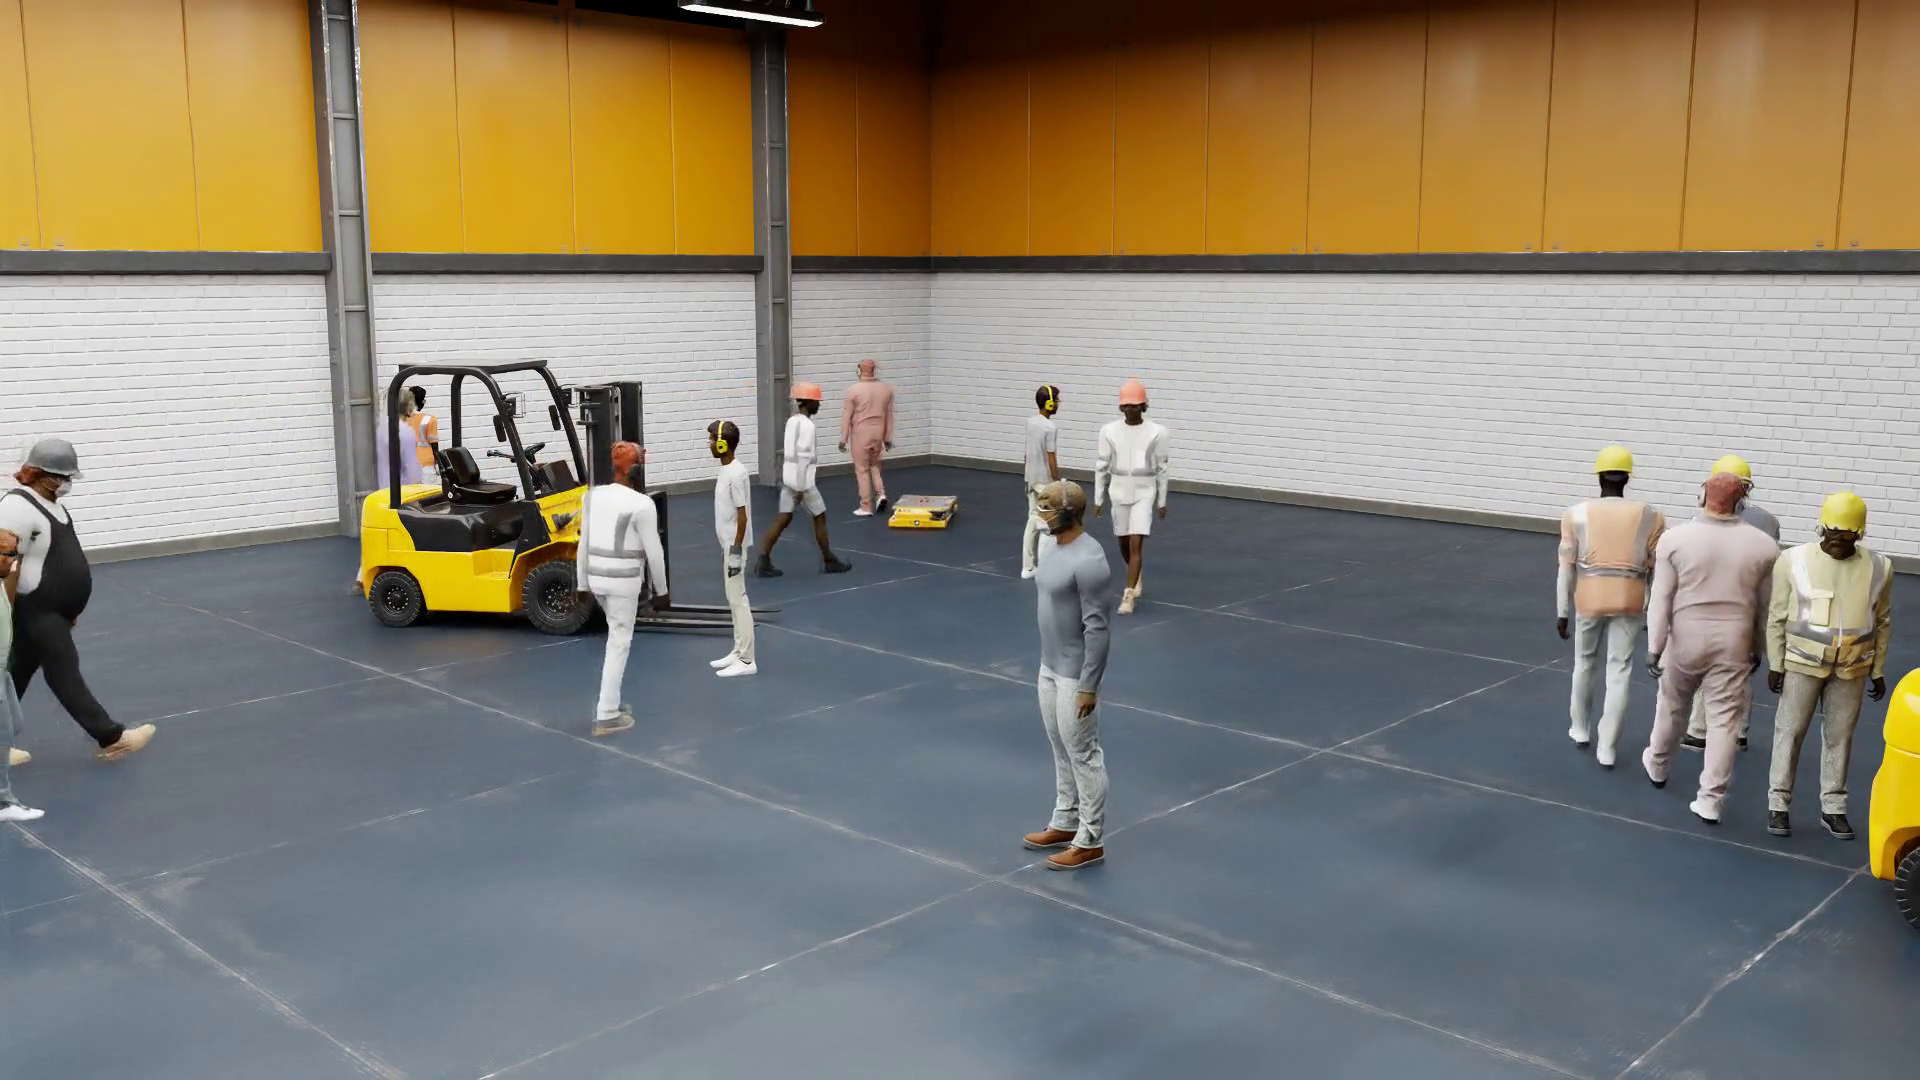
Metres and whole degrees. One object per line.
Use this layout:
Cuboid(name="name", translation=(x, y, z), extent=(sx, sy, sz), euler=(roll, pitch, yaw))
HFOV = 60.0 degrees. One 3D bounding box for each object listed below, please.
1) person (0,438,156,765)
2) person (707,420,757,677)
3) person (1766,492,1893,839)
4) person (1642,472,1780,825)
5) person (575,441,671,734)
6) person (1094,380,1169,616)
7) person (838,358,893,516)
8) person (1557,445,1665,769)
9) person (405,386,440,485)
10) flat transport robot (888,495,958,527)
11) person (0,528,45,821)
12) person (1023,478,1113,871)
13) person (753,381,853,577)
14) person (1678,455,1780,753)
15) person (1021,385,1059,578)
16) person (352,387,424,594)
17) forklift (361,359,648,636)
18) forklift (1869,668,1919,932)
Cuboid(name="person", translation=(-5.399, 0.336, 9.850), extent=(1.059, 2.000, 0.744), euler=(-2, 10, -14))
Cuboid(name="person", translation=(-1.664, 0.062, 12.081), extent=(0.319, 1.863, 0.521), euler=(-2, 10, -13))
Cuboid(name="person", translation=(4.495, 0.646, 8.625), extent=(0.587, 1.821, 0.404), euler=(2, 9, 12))
Cuboid(name="person", translation=(4.071, 0.546, 9.117), extent=(0.655, 1.855, 0.959), euler=(2, 9, 12))
Cuboid(name="person", translation=(-2.144, 0.298, 10.626), extent=(0.593, 1.861, 0.607), euler=(7, 11, 36))
Cuboid(name="person", translation=(1.508, -0.402, 14.504), extent=(0.622, 2.007, 0.986), euler=(3, 10, 18))
Cuboid(name="person", translation=(-1.134, -1.224, 19.878), extent=(0.651, 1.888, 0.426), euler=(-8, 12, -40))
Cuboid(name="person", translation=(3.907, 0.379, 10.039), extent=(0.593, 1.886, 0.854), euler=(3, 10, 19))
Cuboid(name="person", translation=(-5.863, -0.820, 18.017), extent=(0.532, 1.694, 0.320), euler=(3, 10, 19))
Cuboid(name="flat transport robot", translation=(-0.418, -0.350, 19.468), extent=(0.652, 0.197, 1.431), euler=(1, 9, 5))
Cuboid(name="person", translation=(-5.162, 0.724, 8.768), extent=(0.493, 1.608, 0.549), euler=(-4, 10, -21))
Cuboid(name="person", translation=(0.544, 0.655, 8.213), extent=(0.359, 1.936, 0.632), euler=(-3, 10, -17))
Cuboid(name="person", translation=(-1.559, -0.573, 15.947), extent=(0.998, 1.883, 0.543), euler=(-5, 11, -29))
Cuboid(name="person", translation=(4.669, 0.395, 10.163), extent=(0.591, 1.826, 0.403), euler=(-2, 9, -11))
Cuboid(name="person", translation=(0.777, -0.531, 15.731), extent=(0.326, 1.863, 0.523), euler=(-5, 11, -29))
Cuboid(name="person", translation=(-5.099, -0.446, 15.140), extent=(1.035, 1.889, 0.649), euler=(-6, 11, -34))
Cuboid(name="forklift", translation=(-3.850, -0.407, 13.936), extent=(2.313, 2.155, 1.214), euler=(2, 9, 11))
Cuboid(name="forklift", translation=(5.205, 0.723, 7.013), extent=(2.313, 2.155, 1.214), euler=(9, 13, 43))
